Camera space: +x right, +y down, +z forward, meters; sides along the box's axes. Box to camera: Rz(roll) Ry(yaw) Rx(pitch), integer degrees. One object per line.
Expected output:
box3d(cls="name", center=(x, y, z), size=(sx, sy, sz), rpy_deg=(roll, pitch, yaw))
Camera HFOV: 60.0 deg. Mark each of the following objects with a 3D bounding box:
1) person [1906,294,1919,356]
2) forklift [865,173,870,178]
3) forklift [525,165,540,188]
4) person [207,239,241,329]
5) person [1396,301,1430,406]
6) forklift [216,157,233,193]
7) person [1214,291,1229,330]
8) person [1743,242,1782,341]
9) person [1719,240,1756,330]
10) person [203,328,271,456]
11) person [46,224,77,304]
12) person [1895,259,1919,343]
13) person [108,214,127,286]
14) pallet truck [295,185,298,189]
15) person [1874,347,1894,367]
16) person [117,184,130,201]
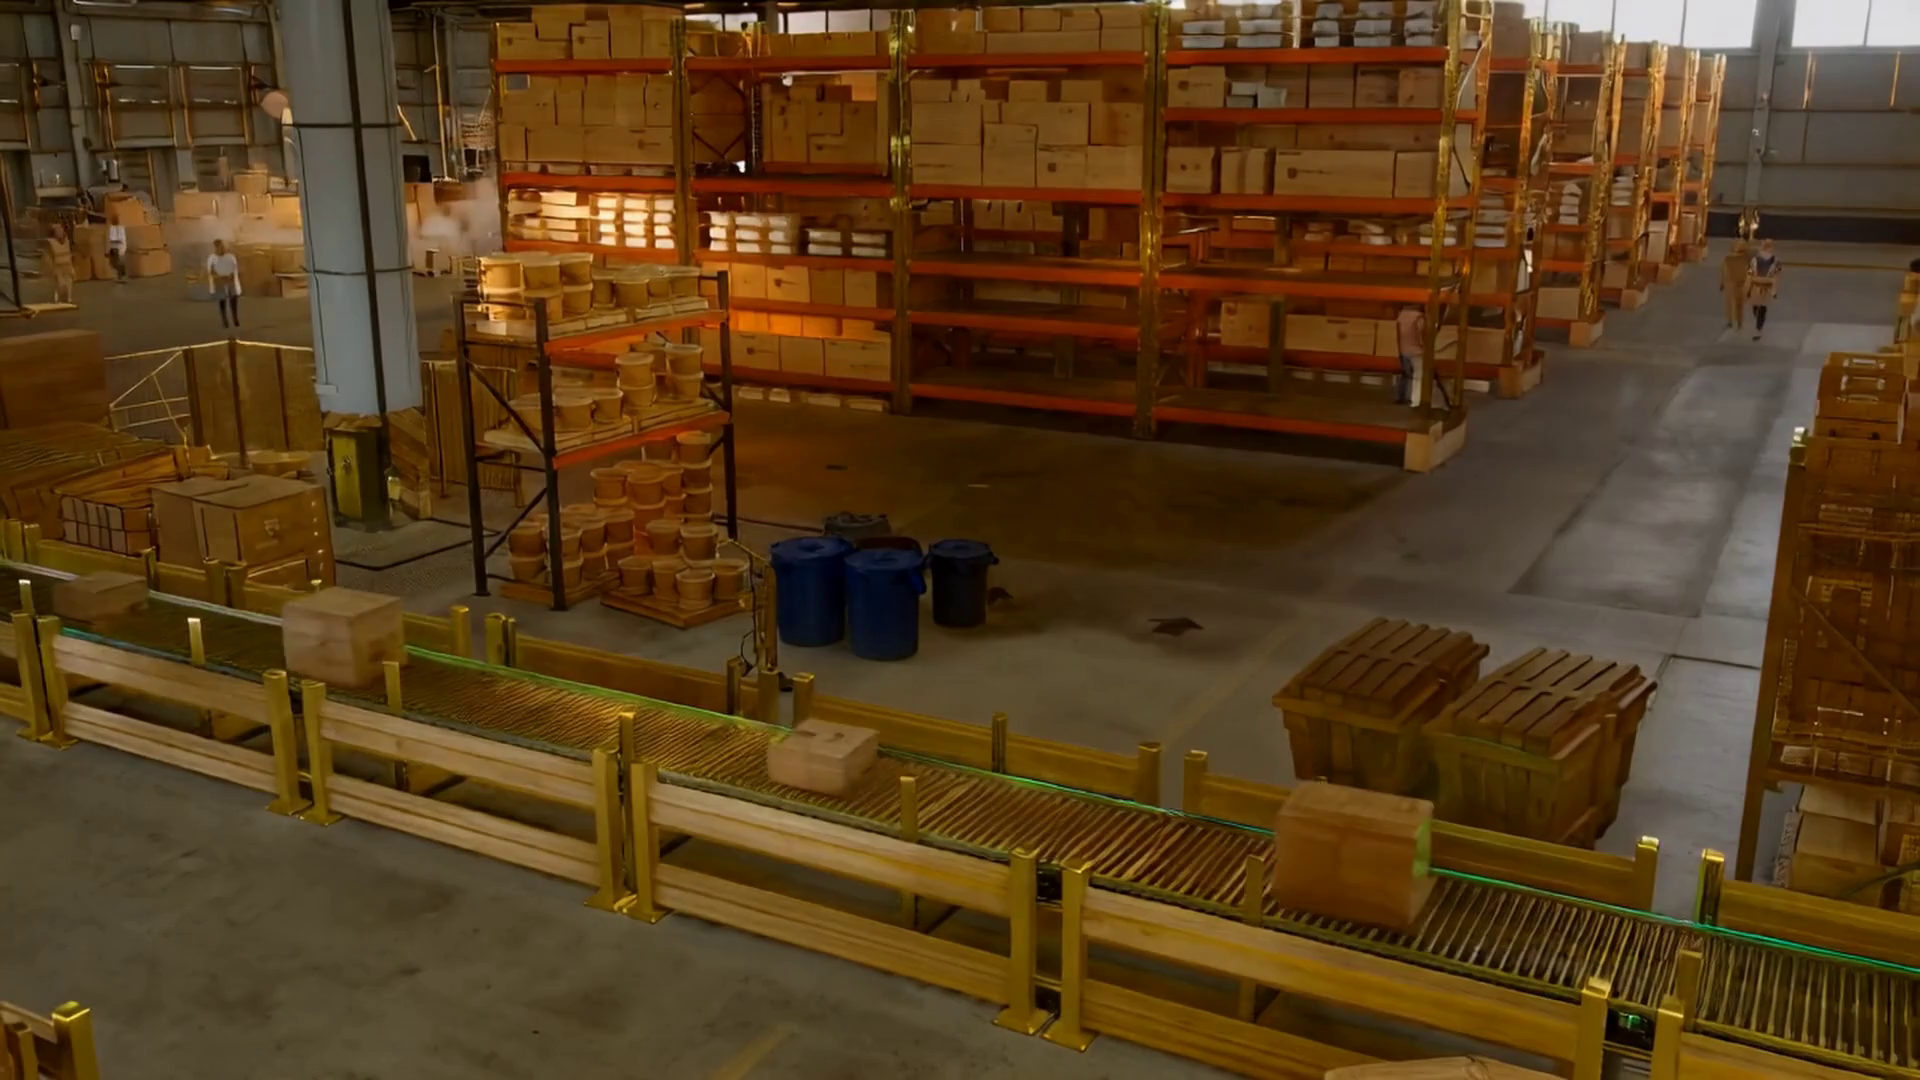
box3d(cls="person", center=(17.167, -3.799, 29.500), size=(0.621, 1.777, 0.860), rpy_deg=(-10, 18, -32))
box3d(cls="forklift", center=(-3.236, -13.631, 64.343), size=(1.129, 2.768, 1.873), rpy_deg=(-3, 15, -11))
box3d(cls="forklift", center=(-16.455, -13.596, 64.211), size=(1.873, 2.768, 1.129), rpy_deg=(1, 15, 2))
box3d(cls="person", center=(-15.639, -5.435, 35.369), size=(0.634, 1.908, 0.995), rpy_deg=(-8, 17, -27))
box3d(cls="person", center=(7.150, -2.953, 26.183), size=(0.429, 1.846, 0.633), rpy_deg=(-11, 18, -35))
box3d(cls="forklift", center=(-25.124, -11.701, 57.087), size=(1.873, 2.768, 1.129), rpy_deg=(-6, 16, -21))
box3d(cls="person", center=(5.505, -4.883, 33.942), size=(0.860, 1.591, 0.510), rpy_deg=(11, 18, 36))
box3d(cls="person", center=(16.342, -5.070, 33.890), size=(0.614, 1.992, 1.070), rpy_deg=(12, 19, 38))
box3d(cls="person", center=(16.535, -5.440, 35.437), size=(0.640, 1.890, 0.652), rpy_deg=(11, 19, 36))
box3d(cls="person", center=(-9.945, -1.999, 22.697), size=(0.802, 1.799, 0.589), rpy_deg=(-3, 15, -12))
box3d(cls="person", center=(-21.373, -6.552, 39.599), size=(0.453, 1.905, 0.629), rpy_deg=(8, 17, 26))
box3d(cls="person", center=(19.020, -4.759, 33.258), size=(0.315, 1.696, 0.540), rpy_deg=(-3, 15, -10))
box3d(cls="person", center=(-22.124, -7.617, 43.659), size=(0.602, 1.872, 0.412), rpy_deg=(6, 16, 22))
box3d(cls="pallet truck", center=(-26.804, -14.617, 69.738), size=(1.885, 1.965, 0.823), rpy_deg=(-14, 20, -42))
box3d(cls="person", center=(12.310, -1.761, 22.143), size=(0.525, 1.618, 0.502), rpy_deg=(11, 18, 36))
box3d(cls="person", center=(-28.821, -11.338, 57.529), size=(0.373, 1.934, 0.552), rpy_deg=(2, 15, 6))
